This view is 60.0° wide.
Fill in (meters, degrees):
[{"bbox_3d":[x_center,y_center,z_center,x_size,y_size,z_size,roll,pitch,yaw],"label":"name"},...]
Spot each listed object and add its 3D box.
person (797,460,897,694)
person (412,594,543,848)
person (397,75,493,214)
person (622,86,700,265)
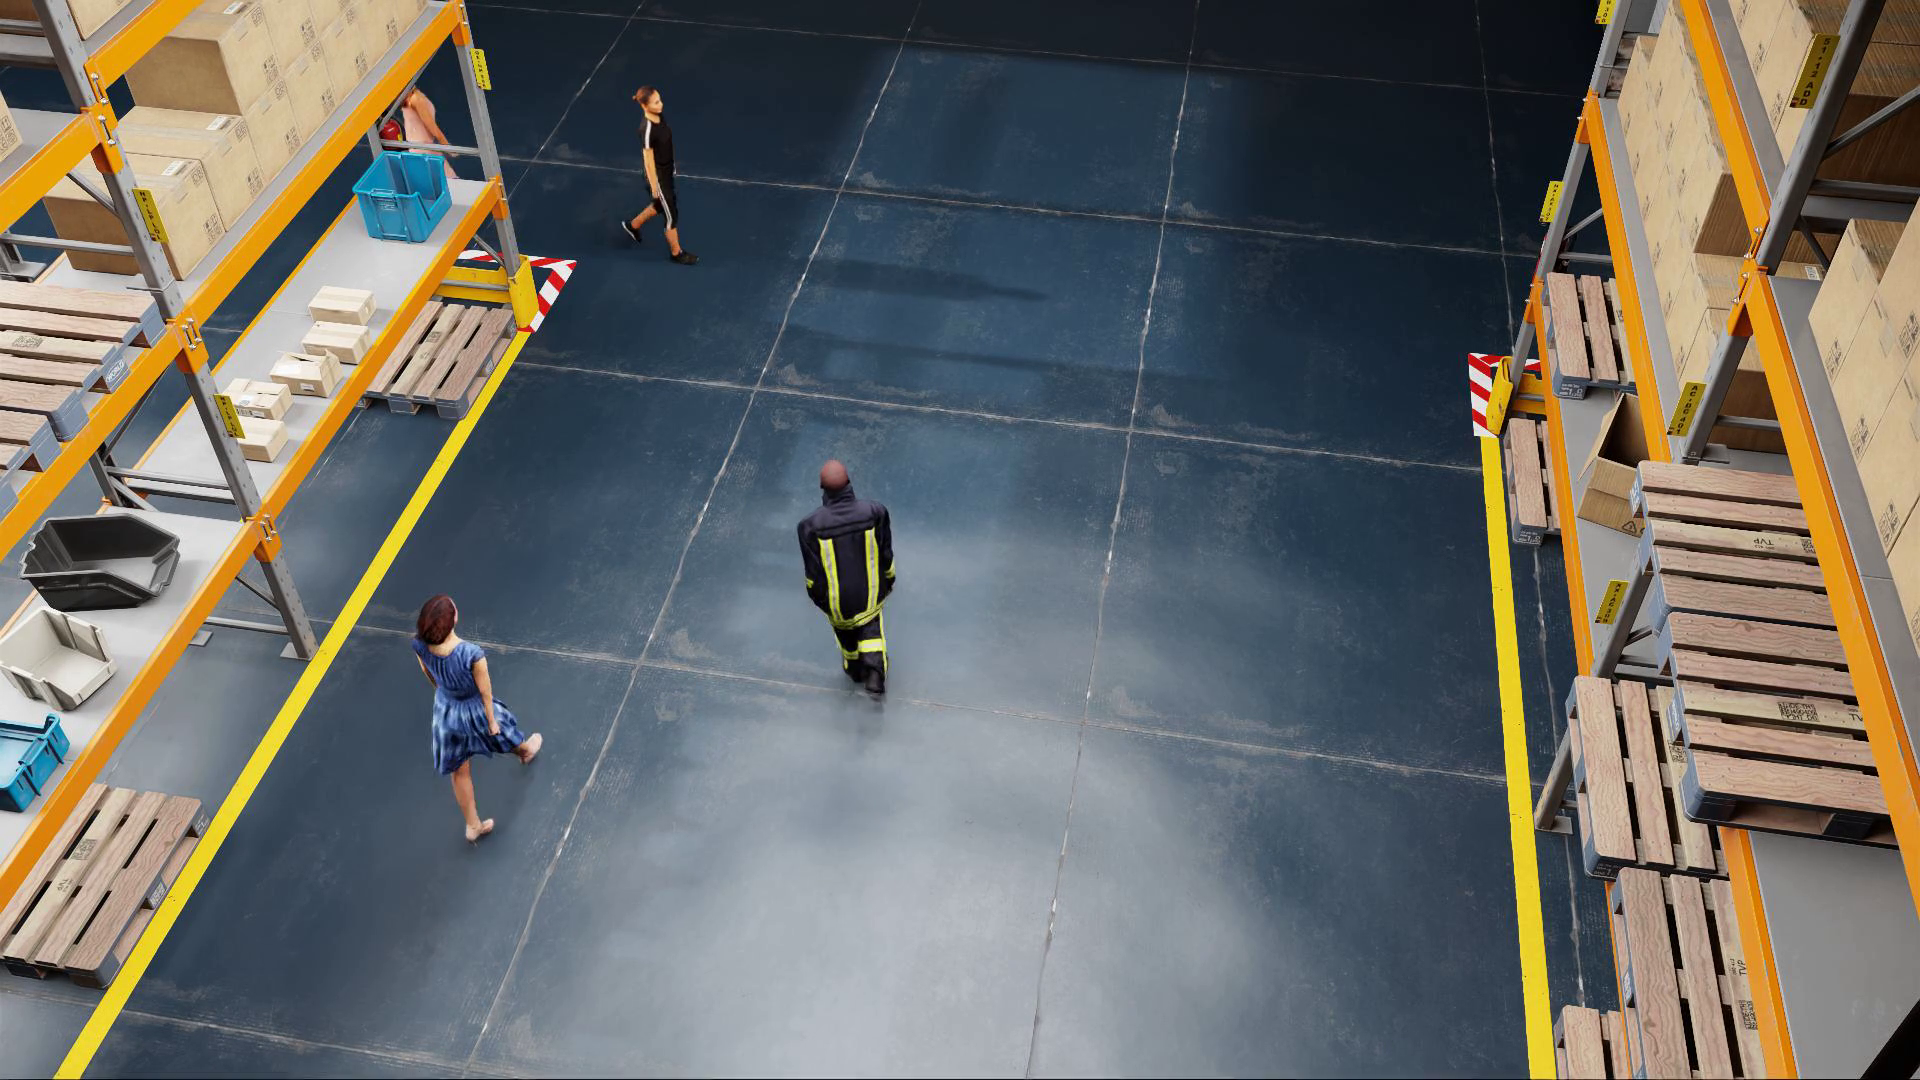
[{"bbox_3d":[-0.681,0.301,10.405,0.971,1.802,1.066,-10,45,-11],"label":"person"},{"bbox_3d":[-2.861,1.107,9.588,0.653,1.762,1.064,10,45,10],"label":"person"},{"bbox_3d":[-4.679,-3.257,14.155,1.100,1.781,1.108,-21,48,-21],"label":"person"},{"bbox_3d":[-2.615,-3.100,14.083,0.685,1.653,0.843,5,44,5],"label":"person"}]
